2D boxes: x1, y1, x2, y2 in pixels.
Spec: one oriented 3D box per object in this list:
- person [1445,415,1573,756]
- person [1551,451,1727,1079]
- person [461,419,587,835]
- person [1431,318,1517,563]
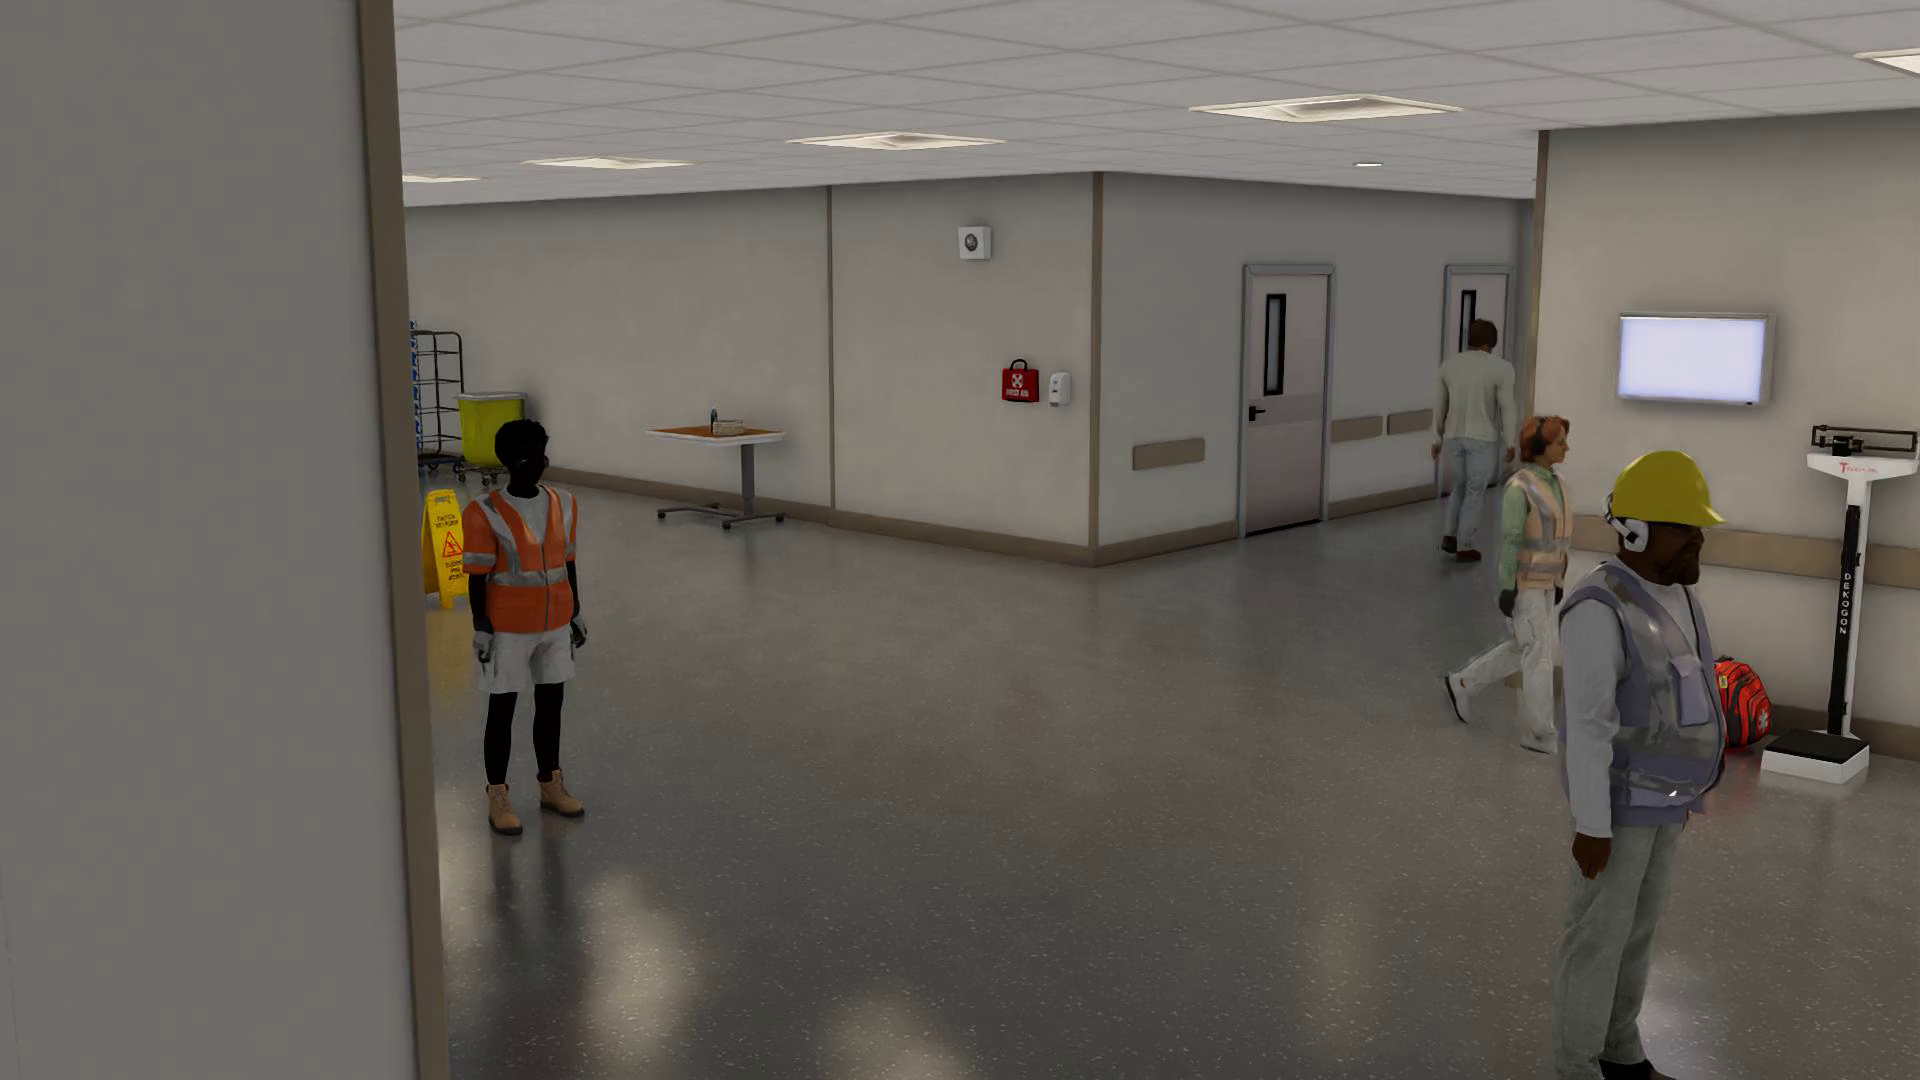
[{"bbox_3d":[2.677,0.196,7.993,0.693,1.622,0.516,9,13,43],"label":"person"},{"bbox_3d":[1.806,0.671,4.430,0.404,1.830,0.602,9,13,43],"label":"person"},{"bbox_3d":[-1.778,0.345,6.845,0.316,1.696,0.541,9,13,43],"label":"person"},{"bbox_3d":[4.035,-0.774,13.062,0.483,1.917,0.632,-7,12,-38],"label":"person"}]
